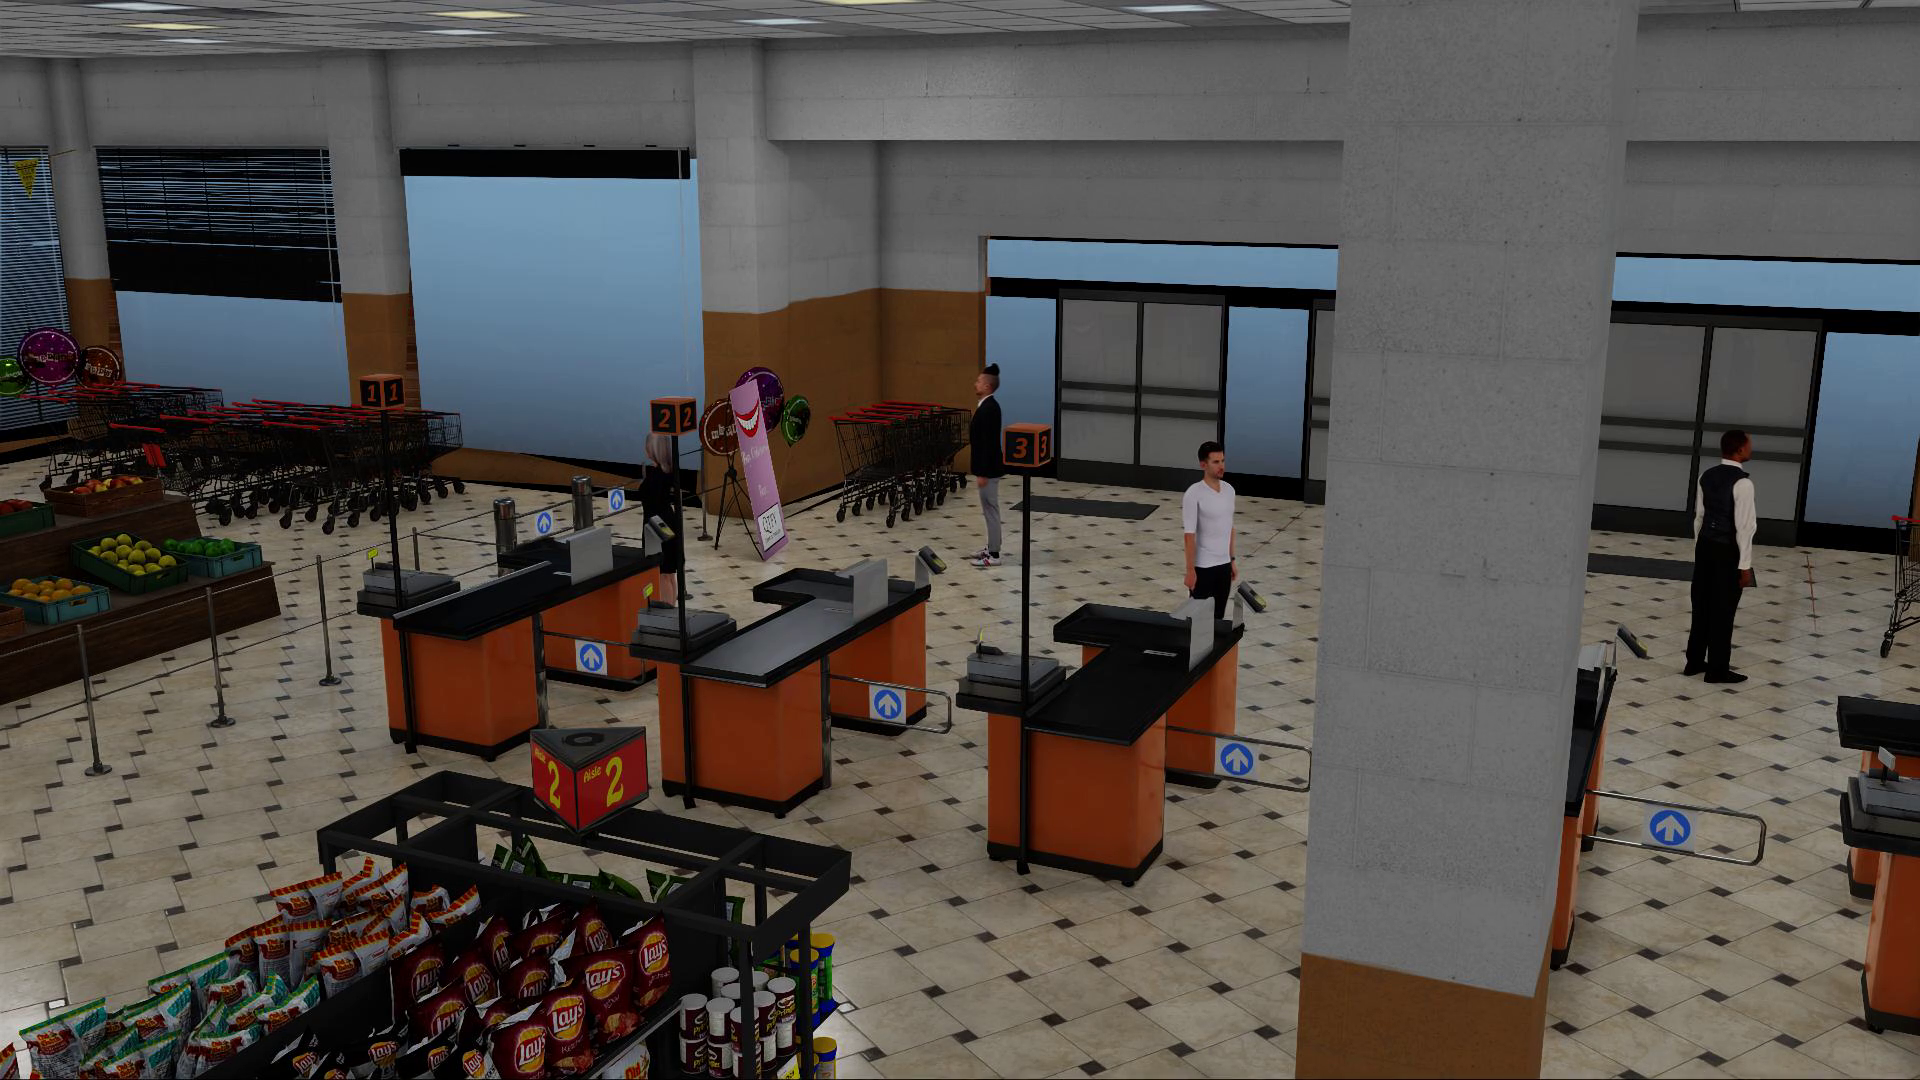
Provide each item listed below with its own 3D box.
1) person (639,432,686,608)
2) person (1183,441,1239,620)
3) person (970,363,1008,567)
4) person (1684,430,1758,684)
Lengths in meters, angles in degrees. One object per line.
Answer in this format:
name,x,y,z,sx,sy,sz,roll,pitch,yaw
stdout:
person,-2.438,-0.037,13.547,0.739,1.747,0.627,0,14,2
person,1.867,0.172,12.461,0.667,1.851,0.814,-11,17,-37
person,0.282,-0.729,15.972,0.843,1.948,0.683,1,14,4
person,5.743,0.115,12.553,0.829,1.919,0.764,-5,14,-18
